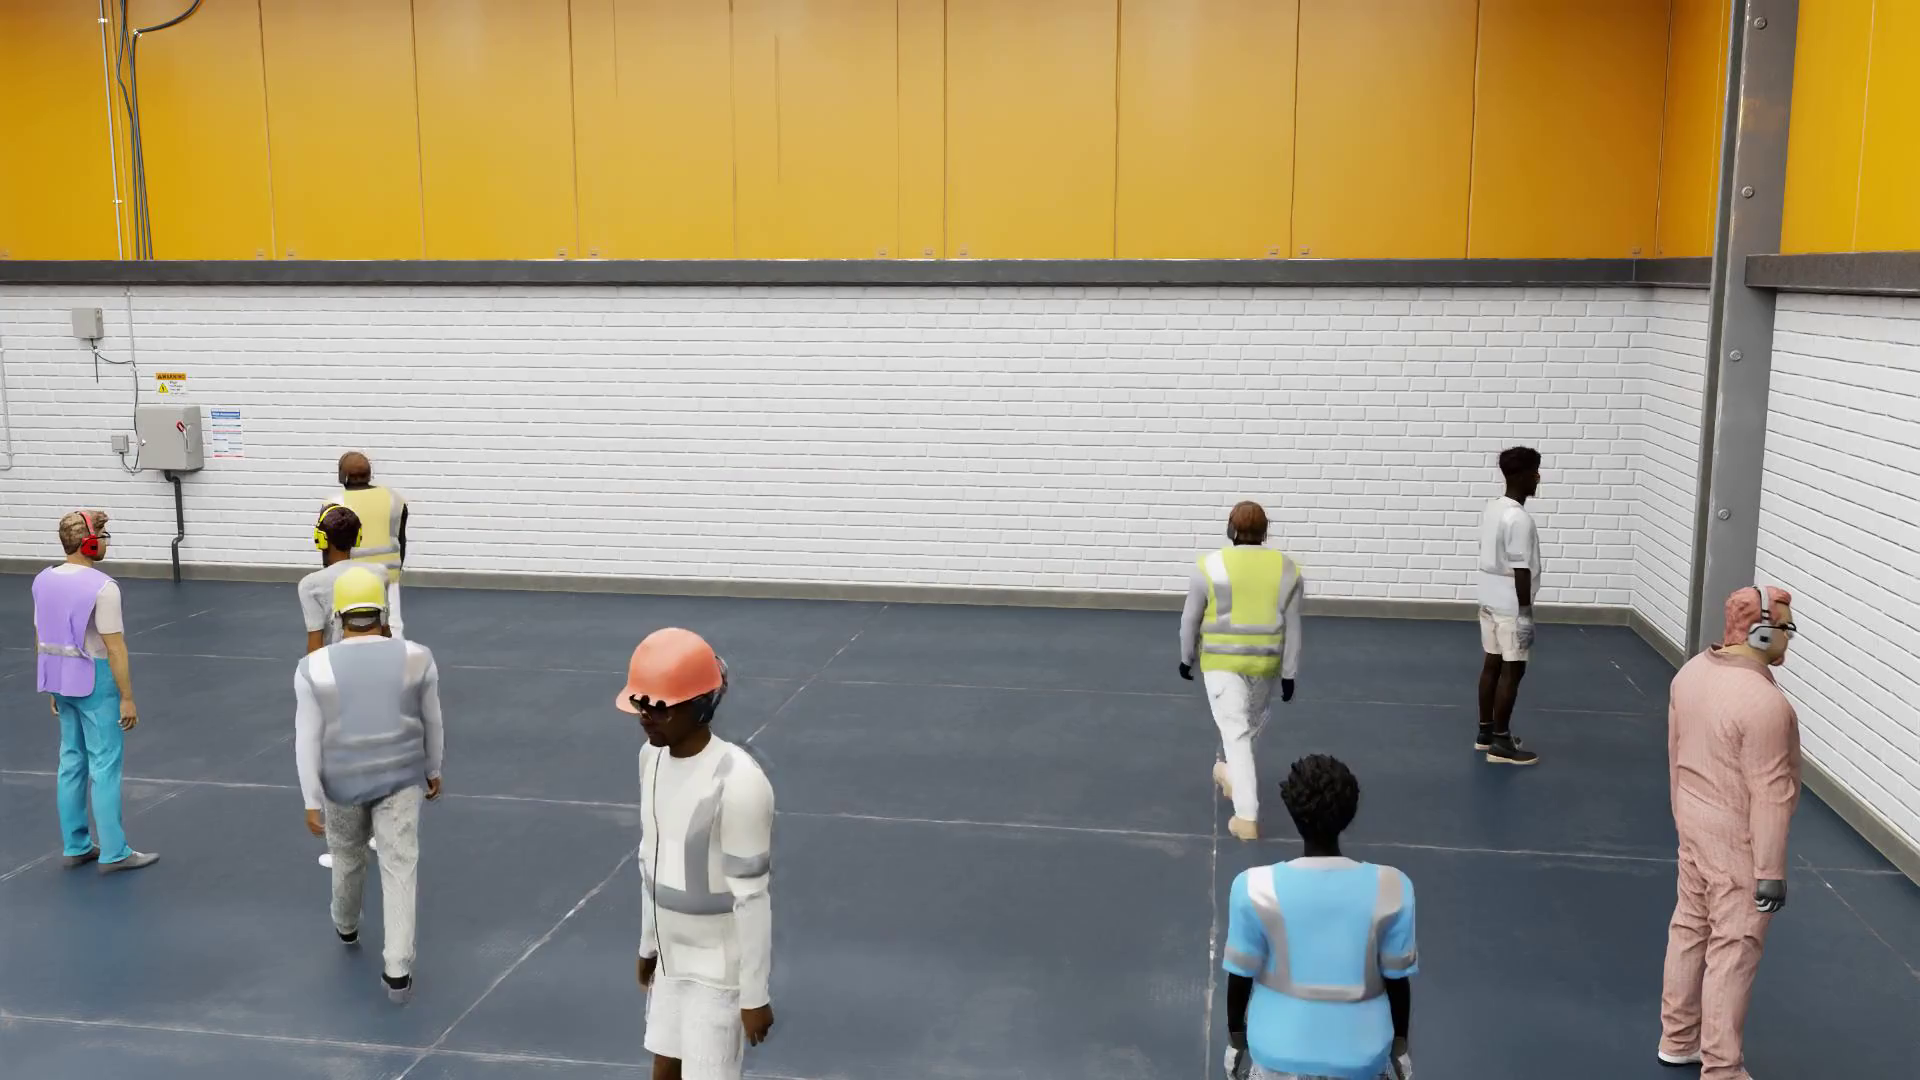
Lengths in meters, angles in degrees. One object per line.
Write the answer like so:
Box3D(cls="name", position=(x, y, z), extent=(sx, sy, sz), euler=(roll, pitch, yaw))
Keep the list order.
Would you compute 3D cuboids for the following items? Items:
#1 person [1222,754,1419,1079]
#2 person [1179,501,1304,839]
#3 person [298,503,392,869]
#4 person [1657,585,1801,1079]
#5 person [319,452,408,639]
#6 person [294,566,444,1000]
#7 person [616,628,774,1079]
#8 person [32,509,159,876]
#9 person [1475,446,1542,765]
Box3D(cls="person", position=(1.009, 1.431, 4.731), extent=(0.544, 1.683, 0.365), euler=(1, 9, 4))
Box3D(cls="person", position=(1.534, 0.674, 9.168), extent=(0.621, 1.784, 1.008), euler=(-2, 9, -10))
Box3D(cls="person", position=(-3.103, 0.745, 8.428), extent=(0.333, 1.873, 0.517), euler=(7, 12, 37))
Box3D(cls="person", position=(2.857, 1.103, 6.112), extent=(0.402, 1.904, 0.652), euler=(-1, 9, -4))
Box3D(cls="person", position=(-4.132, 0.283, 11.516), extent=(0.623, 1.791, 0.972), euler=(-7, 12, -39))
Box3D(cls="person", position=(-2.535, 0.993, 7.151), extent=(0.610, 1.778, 0.941), euler=(-5, 10, -26))
Box3D(cls="person", position=(-0.722, 1.225, 5.007), extent=(0.633, 2.021, 0.618), euler=(-7, 12, -37))
Box3D(cls="person", position=(-4.391, 0.769, 8.355), extent=(0.571, 1.843, 0.373), euler=(4, 10, 24))
Box3D(cls="person", position=(3.414, 0.390, 10.330), extent=(0.374, 1.964, 0.659), euler=(-1, 9, -3))
